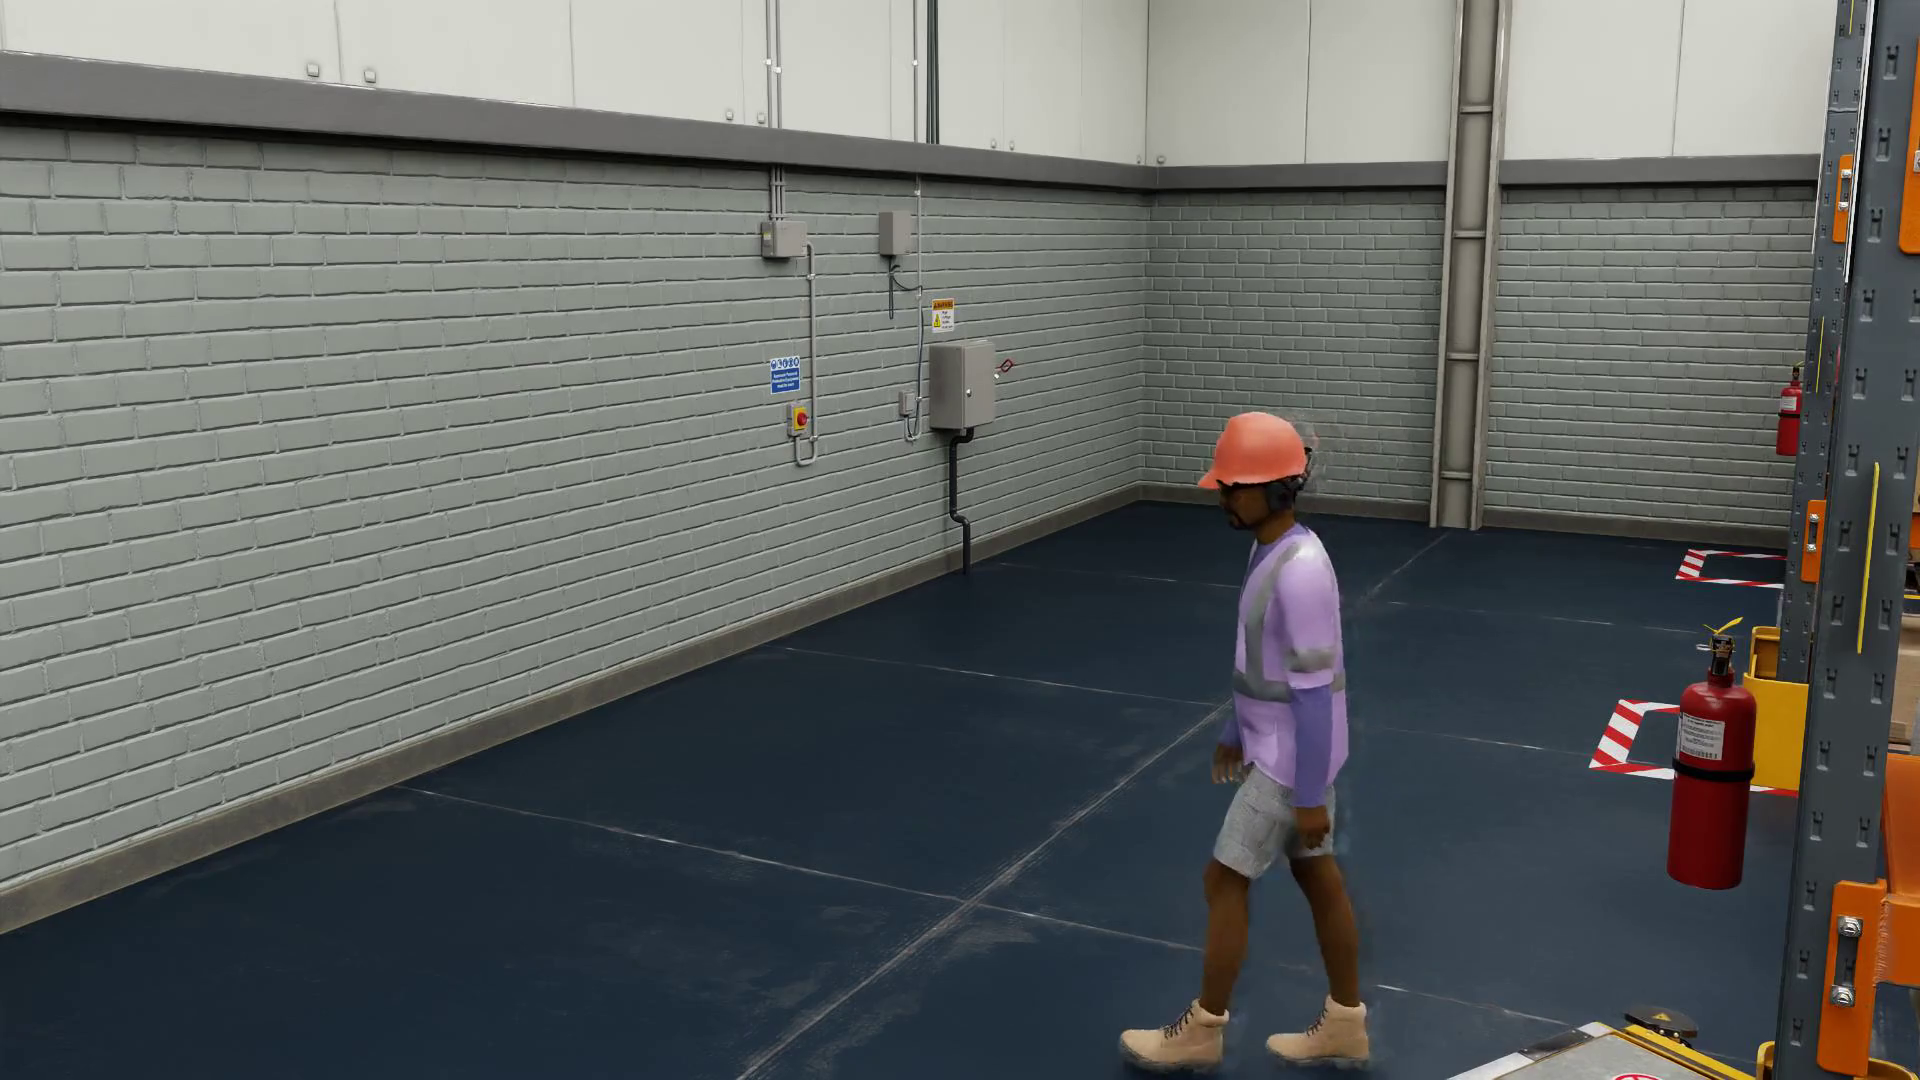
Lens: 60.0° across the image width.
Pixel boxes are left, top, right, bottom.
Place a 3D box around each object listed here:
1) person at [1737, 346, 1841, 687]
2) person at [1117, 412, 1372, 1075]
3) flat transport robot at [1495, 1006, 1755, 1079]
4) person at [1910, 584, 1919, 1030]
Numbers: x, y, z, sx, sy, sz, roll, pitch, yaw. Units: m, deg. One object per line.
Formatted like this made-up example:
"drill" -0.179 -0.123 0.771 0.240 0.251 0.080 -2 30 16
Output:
"person" 4.680 -0.054 8.788 0.973 1.955 0.631 2 11 13
"person" 0.853 0.622 4.930 0.876 2.005 0.616 2 11 11
"flat transport robot" 1.661 1.593 4.385 1.431 0.197 0.652 -7 12 -32
"person" 2.483 0.841 4.164 0.325 1.860 0.515 3 11 17
